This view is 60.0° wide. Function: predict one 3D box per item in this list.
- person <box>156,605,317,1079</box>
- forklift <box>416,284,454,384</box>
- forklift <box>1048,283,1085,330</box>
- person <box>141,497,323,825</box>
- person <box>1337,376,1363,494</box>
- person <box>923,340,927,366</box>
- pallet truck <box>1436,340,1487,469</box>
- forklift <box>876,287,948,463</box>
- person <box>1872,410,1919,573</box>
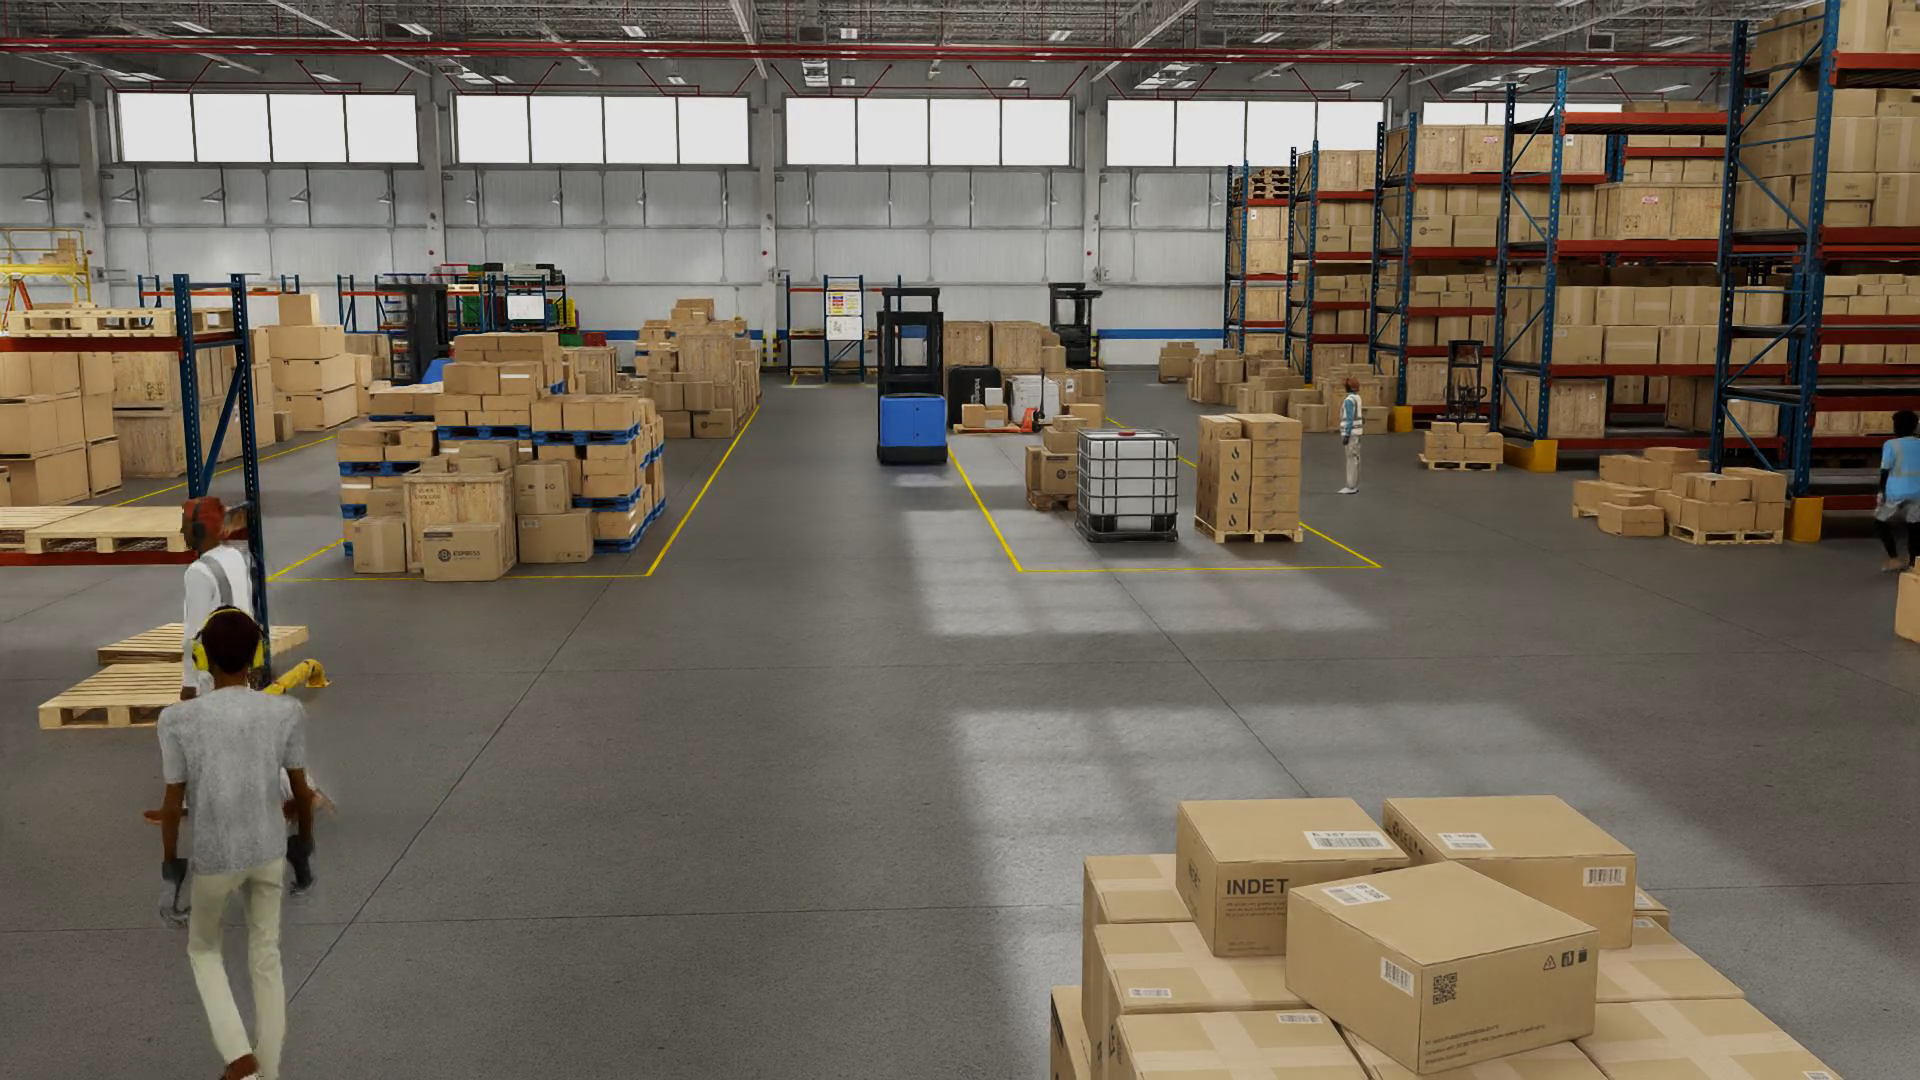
[{"bbox_3d":[-2.617,1.151,6.013,0.560,1.853,0.400,-6,11,-34],"label":"person"},{"bbox_3d":[-12.108,-4.521,38.419,1.873,2.768,1.129,2,9,11],"label":"forklift"},{"bbox_3d":[2.785,-5.353,43.644,1.129,2.768,1.873,-4,10,-22],"label":"forklift"},{"bbox_3d":[-4.003,0.671,9.081,0.960,1.843,0.579,-1,9,-6],"label":"person"},{"bbox_3d":[5.418,-1.452,23.038,0.313,1.637,0.513,4,10,25],"label":"person"},{"bbox_3d":[-0.546,-3.845,37.123,0.551,1.935,0.372,-6,11,-32],"label":"person"},{"bbox_3d":[8.004,-2.170,26.422,0.823,1.965,1.885,2,9,14],"label":"pallet truck"},{"bbox_3d":[-0.793,-2.708,27.037,1.129,2.768,1.873,-1,9,-4],"label":"forklift"},{"bbox_3d":[9.439,-0.458,16.638,0.609,1.683,0.404,0,9,-2],"label":"person"}]
